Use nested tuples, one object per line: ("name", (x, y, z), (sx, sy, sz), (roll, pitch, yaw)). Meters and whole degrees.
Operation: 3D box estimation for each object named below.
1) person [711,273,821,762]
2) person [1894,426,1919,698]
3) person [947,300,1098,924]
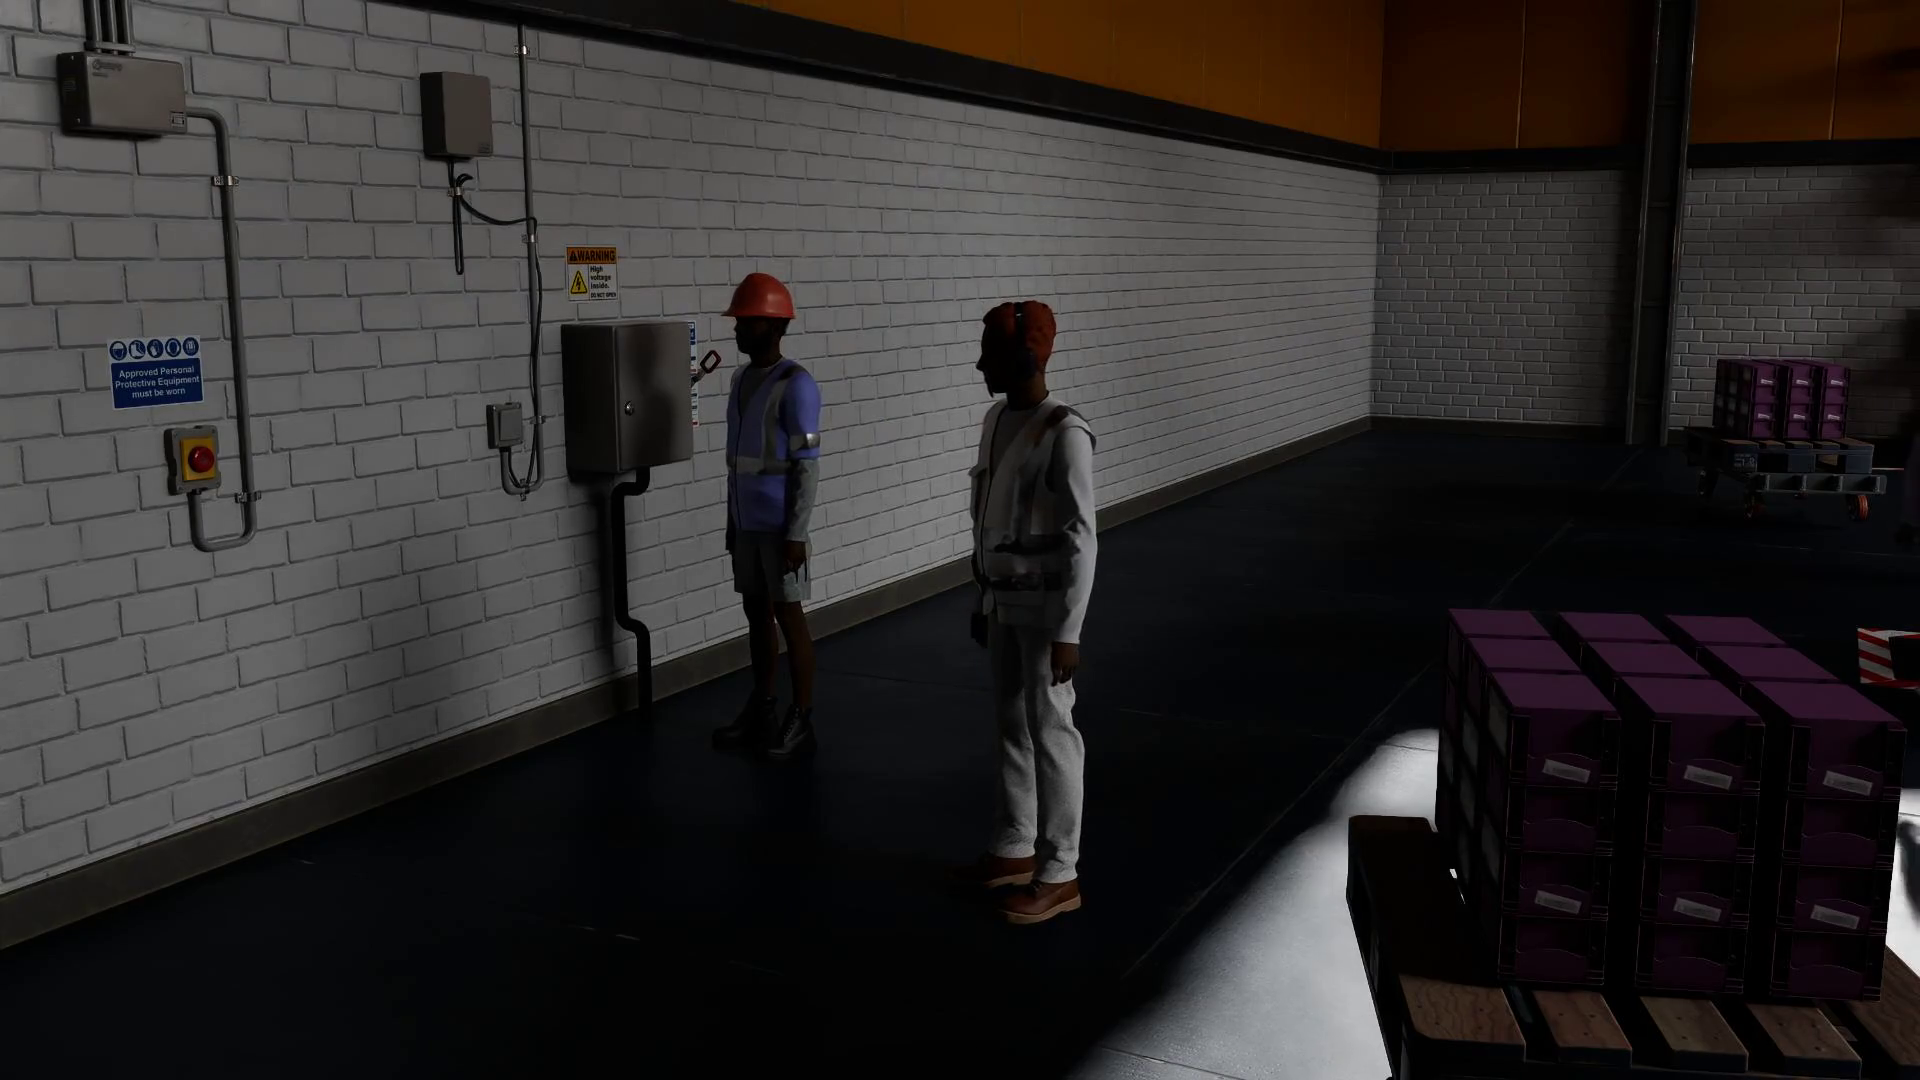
("person", (-0.783, -0.090, 6.680), (0.351, 1.942, 0.547), (-8, 13, -40))
("person", (4.342, -0.106, 6.997), (0.654, 1.871, 0.945), (0, 10, -2))
("person", (0.201, 0.218, 5.068), (0.362, 1.883, 0.575), (-5, 11, -25))
